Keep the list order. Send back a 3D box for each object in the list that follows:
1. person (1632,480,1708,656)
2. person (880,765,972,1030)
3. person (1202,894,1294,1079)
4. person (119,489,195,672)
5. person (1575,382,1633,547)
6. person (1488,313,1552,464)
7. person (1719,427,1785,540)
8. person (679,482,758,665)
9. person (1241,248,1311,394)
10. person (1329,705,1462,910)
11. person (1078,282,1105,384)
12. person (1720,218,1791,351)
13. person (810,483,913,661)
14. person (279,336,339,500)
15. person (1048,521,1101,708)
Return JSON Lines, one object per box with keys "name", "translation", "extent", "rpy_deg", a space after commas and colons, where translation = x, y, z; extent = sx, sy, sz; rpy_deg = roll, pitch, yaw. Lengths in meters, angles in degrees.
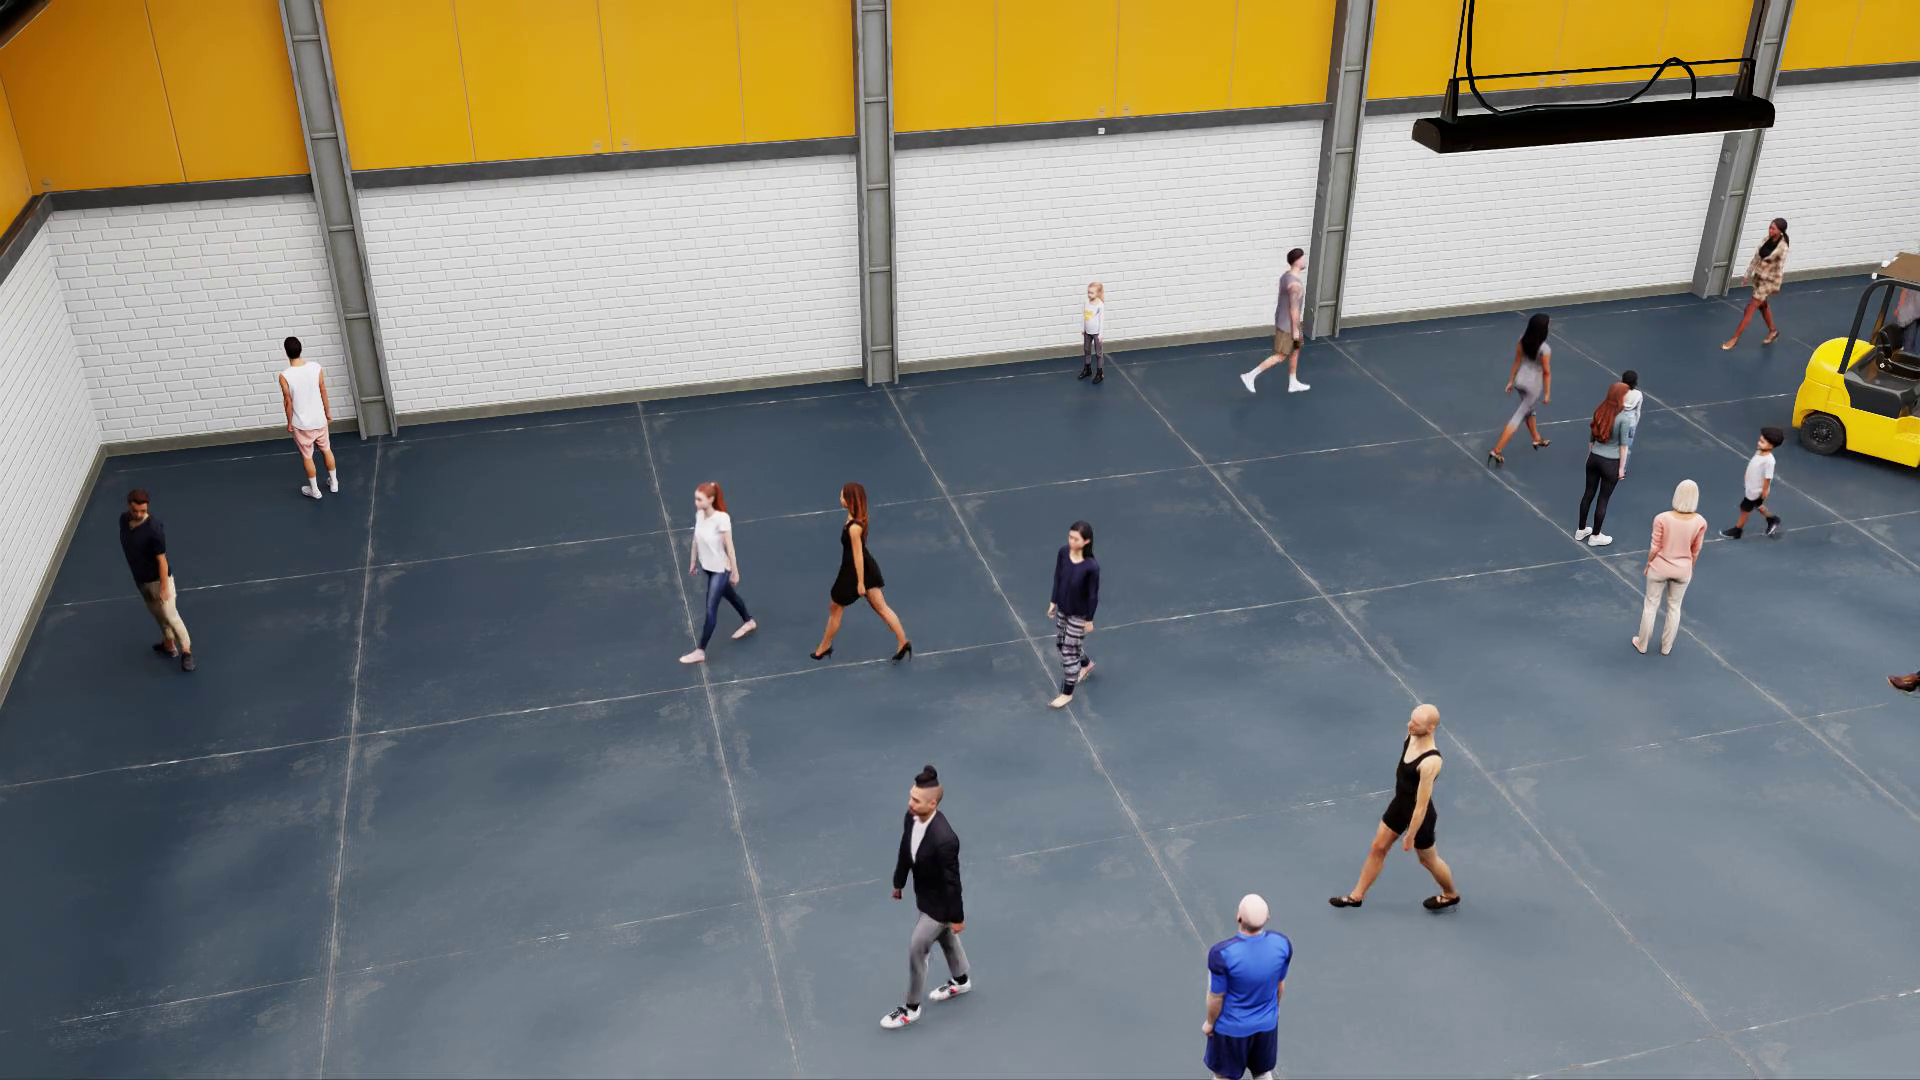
{"name": "person", "translation": [6.360, 0.245, 14.887], "extent": [0.605, 1.725, 0.736], "rpy_deg": [5, 29, 8]}
{"name": "person", "translation": [-0.078, 2.291, 10.929], "extent": [1.036, 1.925, 0.862], "rpy_deg": [-14, 31, -23]}
{"name": "person", "translation": [1.702, 2.866, 9.961], "extent": [0.486, 1.841, 0.718], "rpy_deg": [-7, 29, -13]}
{"name": "person", "translation": [-7.135, 0.302, 14.683], "extent": [0.851, 1.822, 0.923], "rpy_deg": [22, 35, 34]}
{"name": "person", "translation": [6.482, -0.770, 16.731], "extent": [0.621, 1.742, 0.648], "rpy_deg": [-16, 33, -27]}
{"name": "person", "translation": [6.173, -1.609, 18.288], "extent": [1.169, 1.725, 0.754], "rpy_deg": [-13, 31, -22]}
{"name": "person", "translation": [8.165, -0.573, 16.891], "extent": [0.885, 1.244, 0.662], "rpy_deg": [2, 29, 4]}
{"name": "person", "translation": [-2.110, 0.241, 14.934], "extent": [1.212, 1.688, 0.967], "rpy_deg": [-25, 37, -37]}
{"name": "person", "translation": [3.819, -2.565, 19.786], "extent": [1.189, 1.825, 0.803], "rpy_deg": [-1, 29, -1]}
{"name": "person", "translation": [3.288, 1.944, 11.729], "extent": [1.227, 1.766, 0.790], "rpy_deg": [-2, 29, -4]}
{"name": "person", "translation": [1.655, -2.586, 20.547], "extent": [0.563, 1.275, 0.602], "rpy_deg": [25, 37, 38]}
{"name": "person", "translation": [10.352, -3.253, 21.283], "extent": [1.103, 1.742, 0.629], "rpy_deg": [-6, 29, -10]}
{"name": "person", "translation": [-0.794, 0.351, 14.635], "extent": [1.225, 1.782, 0.866], "rpy_deg": [2, 29, 4]}
{"name": "person", "translation": [-6.920, -1.300, 17.653], "extent": [0.676, 1.789, 0.787], "rpy_deg": [-25, 37, -38]}
{"name": "person", "translation": [1.008, 0.573, 14.288], "extent": [0.950, 1.723, 0.812], "rpy_deg": [-22, 36, -35]}
